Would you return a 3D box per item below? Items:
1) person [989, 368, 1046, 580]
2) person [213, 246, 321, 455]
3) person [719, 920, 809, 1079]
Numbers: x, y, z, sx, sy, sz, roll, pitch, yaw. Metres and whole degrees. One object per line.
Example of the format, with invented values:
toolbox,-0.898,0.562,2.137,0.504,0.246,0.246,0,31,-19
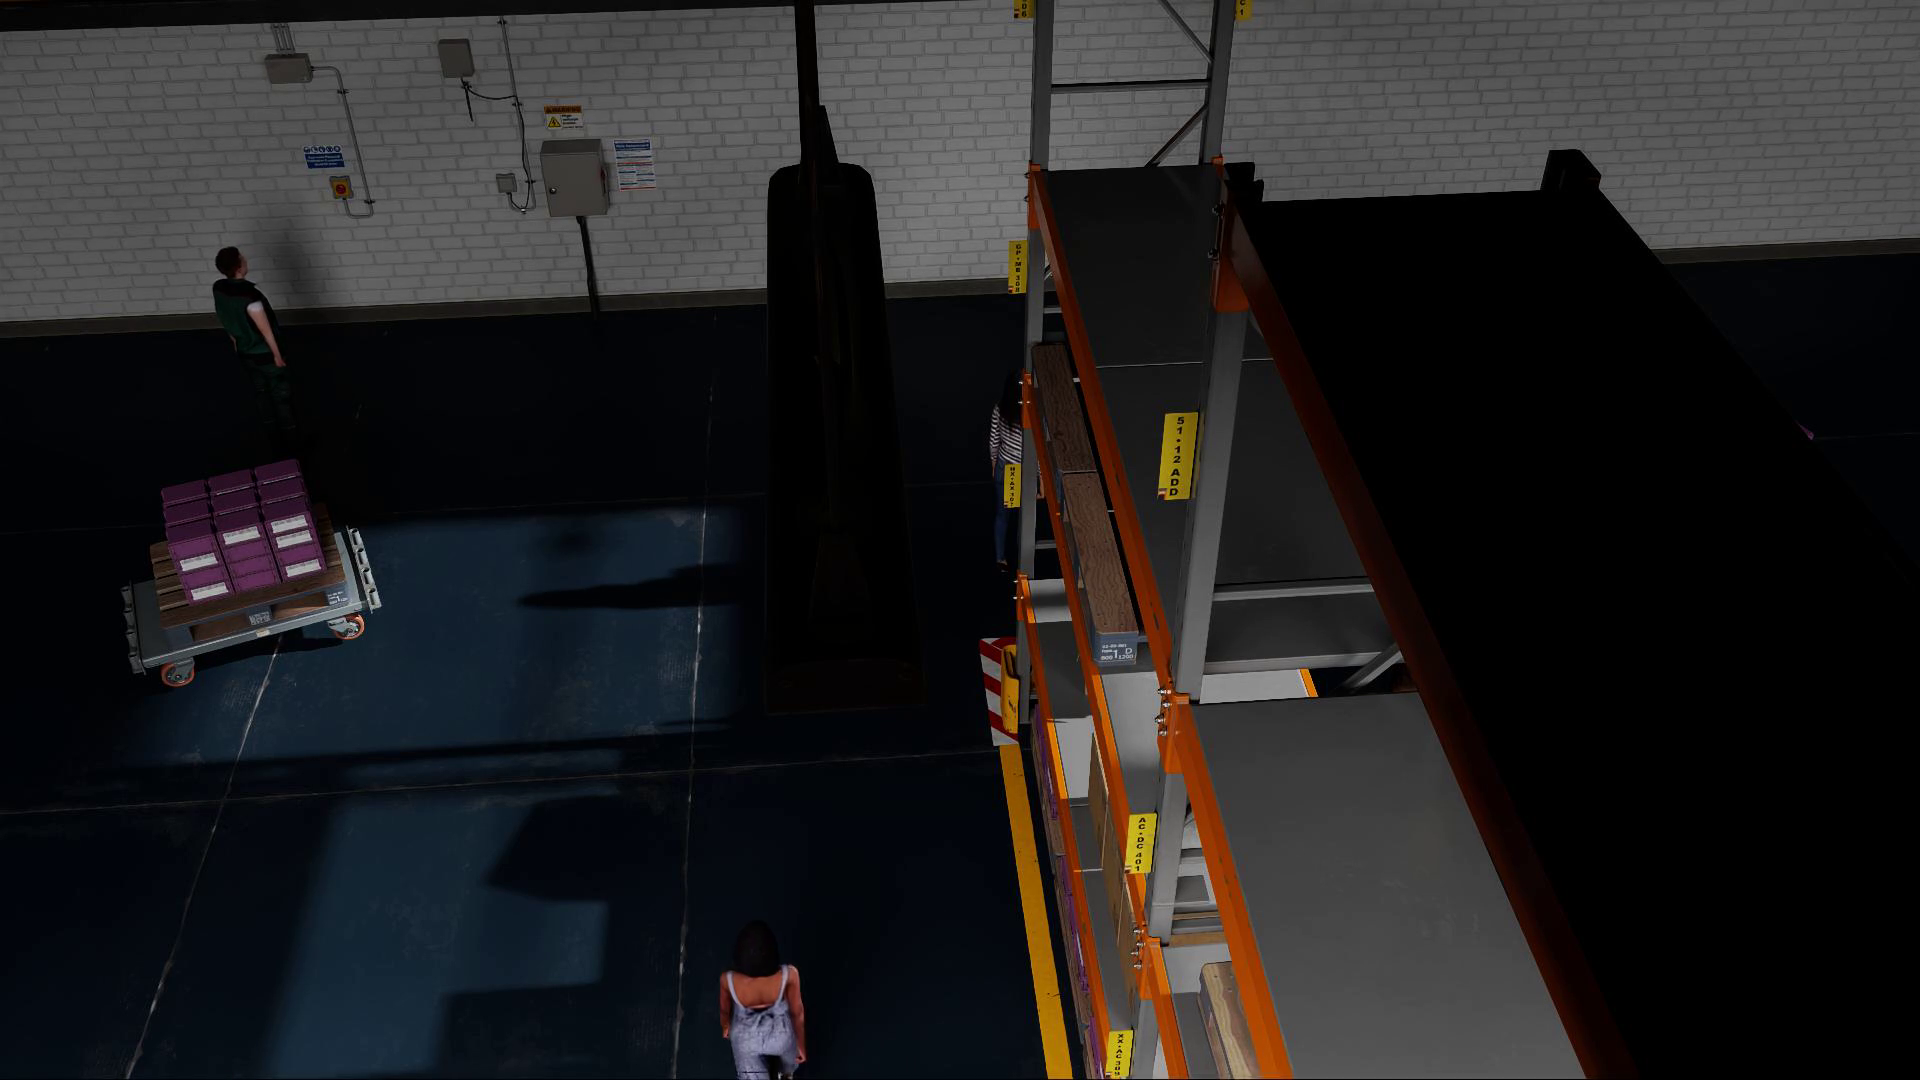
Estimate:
person,0.407,-0.453,11.979,0.672,1.794,0.714,24,44,27
person,-5.589,-1.524,13.282,0.745,1.843,0.766,17,42,20
person,-0.973,2.569,8.308,0.610,1.654,1.112,-4,39,-5
